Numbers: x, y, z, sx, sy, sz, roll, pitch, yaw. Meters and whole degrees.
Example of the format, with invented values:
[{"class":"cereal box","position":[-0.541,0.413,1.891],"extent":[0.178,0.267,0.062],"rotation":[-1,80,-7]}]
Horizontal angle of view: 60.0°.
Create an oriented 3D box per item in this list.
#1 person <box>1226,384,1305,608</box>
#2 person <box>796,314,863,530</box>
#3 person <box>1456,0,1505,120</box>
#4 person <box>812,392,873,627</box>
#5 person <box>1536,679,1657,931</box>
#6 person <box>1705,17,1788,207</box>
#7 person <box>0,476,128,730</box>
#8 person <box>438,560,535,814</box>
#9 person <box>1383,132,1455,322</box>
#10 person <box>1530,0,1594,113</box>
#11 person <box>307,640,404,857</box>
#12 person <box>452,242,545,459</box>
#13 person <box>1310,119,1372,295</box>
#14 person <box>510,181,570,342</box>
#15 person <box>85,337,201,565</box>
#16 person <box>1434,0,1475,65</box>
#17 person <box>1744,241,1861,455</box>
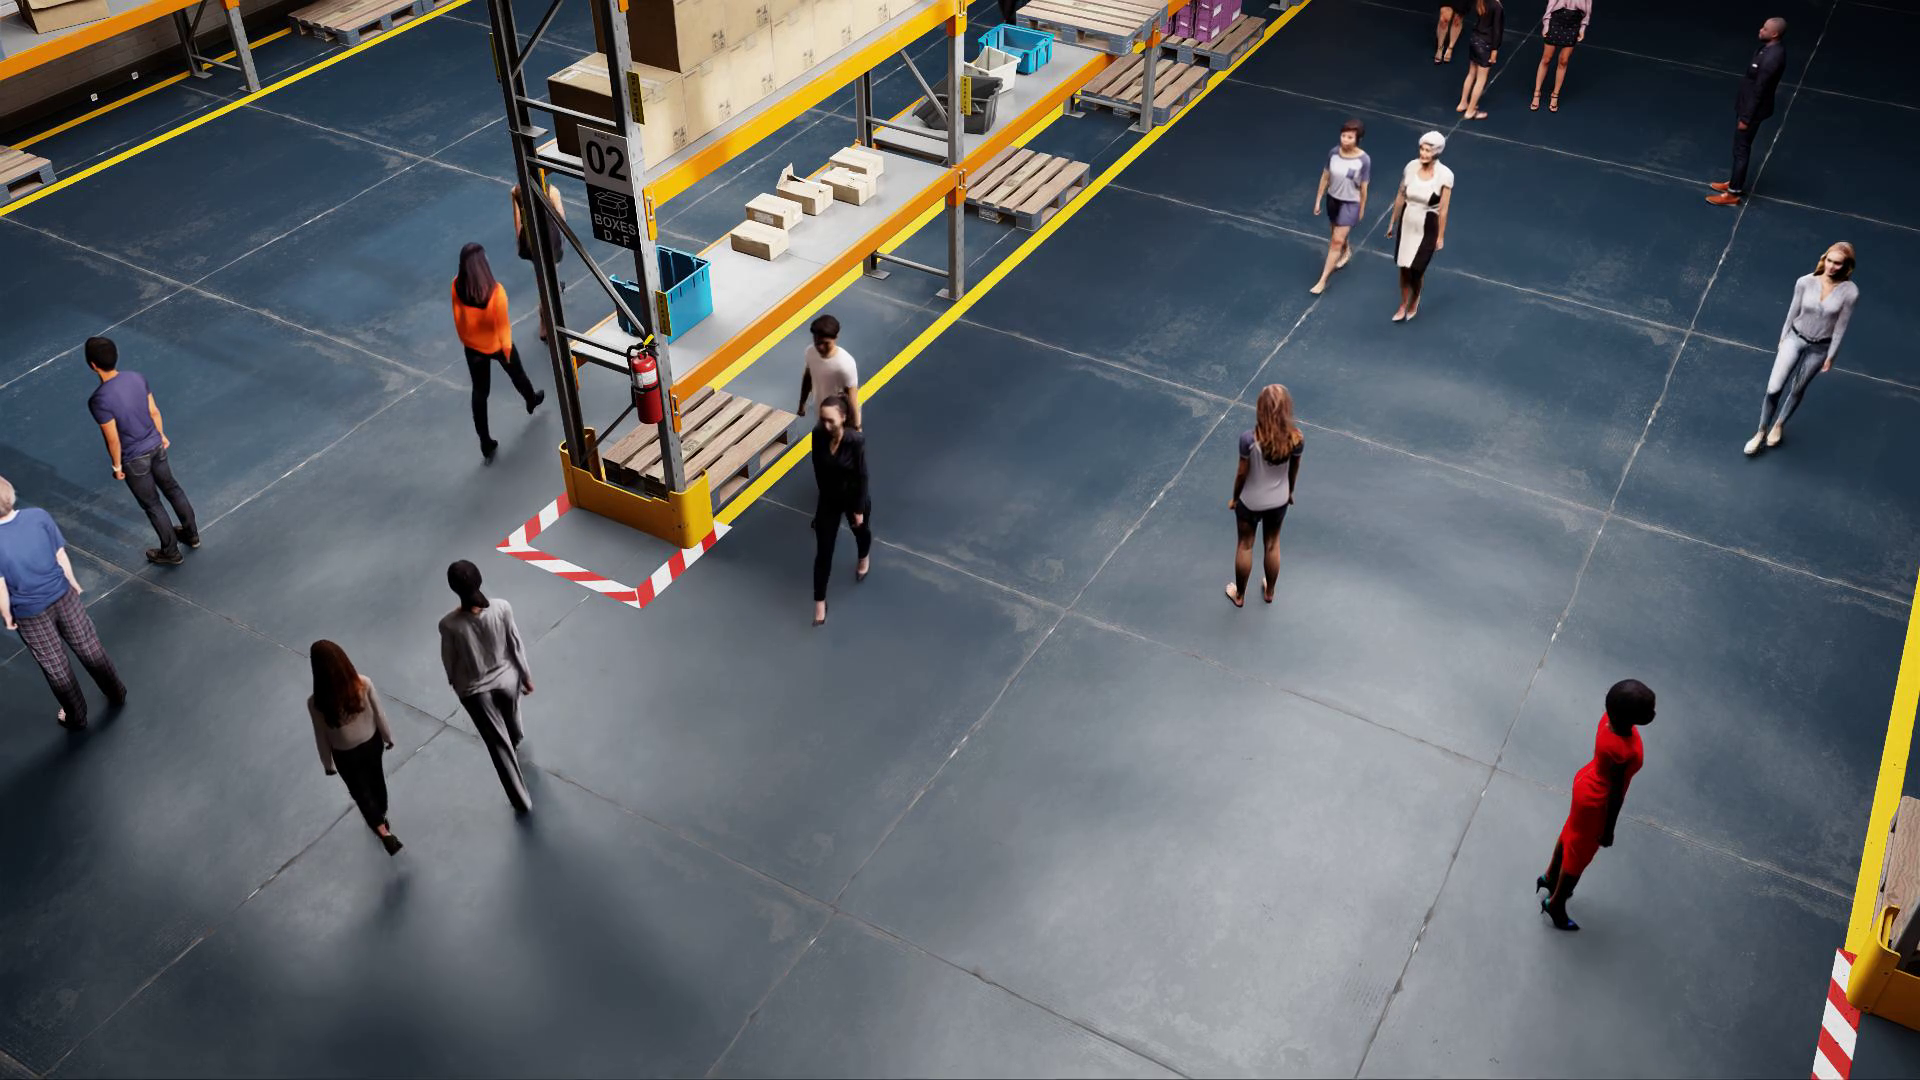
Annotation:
[{"class":"person","position":[2.036,-0.280,11.159],"extent":[0.690,1.730,0.731],"rotation":[-6,39,-7]},{"class":"person","position":[-0.843,-0.929,11.998],"extent":[0.924,1.697,0.872],"rotation":[-22,44,-25]},{"class":"person","position":[5.490,-5.201,17.463],"extent":[0.701,1.552,0.645],"rotation":[-11,40,-13]},{"class":"person","position":[-0.747,-0.285,11.224],"extent":[0.750,1.656,1.132],"rotation":[11,40,13]},{"class":"person","position":[3.442,1.421,9.018],"extent":[0.695,1.743,0.547],"rotation":[7,39,9]},{"class":"person","position":[7.566,-4.096,15.867],"extent":[0.778,1.817,0.568],"rotation":[15,41,18]},{"class":"person","position":[-5.645,0.372,10.230],"extent":[0.757,1.871,0.540],"rotation":[27,46,30]},{"class":"person","position":[-2.702,0.903,9.665],"extent":[1.014,1.745,0.956],"rotation":[-19,42,-22]},{"class":"person","position":[3.943,-2.649,14.116],"extent":[0.735,1.741,0.726],"rotation":[-31,48,-33]},{"class":"person","position":[6.349,-5.387,17.488],"extent":[0.685,1.811,0.629],"rotation":[8,39,10]},{"class":"person","position":[-3.407,1.228,9.480],"extent":[0.872,1.468,0.827],"rotation":[-23,44,-26]},{"class":"person","position":[-3.612,-1.406,12.585],"extent":[0.840,1.709,1.152],"rotation":[8,39,10]},{"class":"person","position":[3.425,-3.013,14.749],"extent":[0.686,1.520,1.078],"rotation":[27,46,29]},{"class":"person","position":[-3.526,-2.434,13.923],"extent":[0.807,1.645,1.096],"rotation":[6,39,7]},{"class":"person","position":[-5.688,-0.619,11.534],"extent":[0.749,1.791,0.514],"rotation":[13,40,15]},{"class":"person","position":[5.567,-6.146,18.531],"extent":[0.744,1.697,0.699],"rotation":[12,40,14]},{"class":"person","position":[6.468,-1.491,12.638],"extent":[0.631,1.776,0.771],"rotation":[24,44,27]}]
